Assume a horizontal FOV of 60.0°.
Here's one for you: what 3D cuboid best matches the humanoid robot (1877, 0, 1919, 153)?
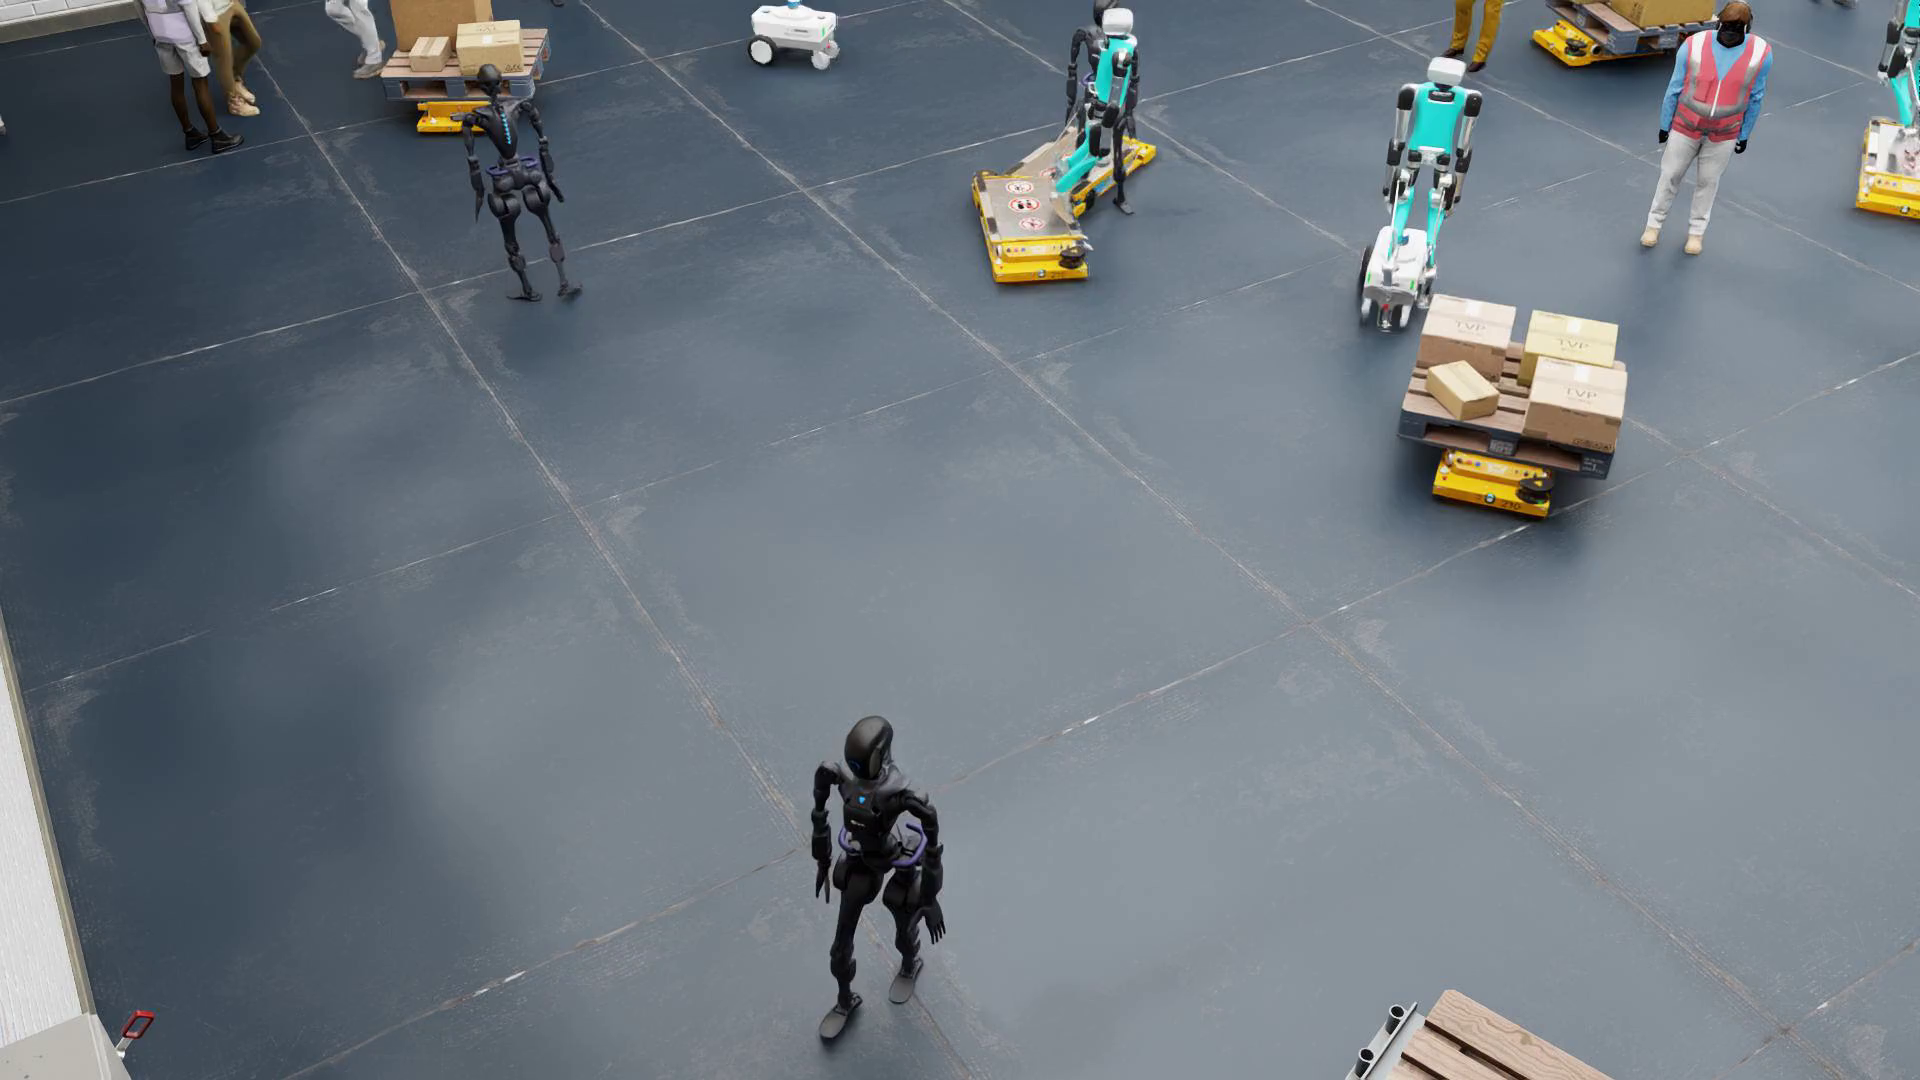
[{"bbox_3d":[7.286,-3.518,12.593,0.531,1.847,0.657,-4,39,-5],"label":"humanoid robot"}]

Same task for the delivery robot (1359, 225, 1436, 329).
[{"bbox_3d":[2.984,-1.854,11.387,0.499,0.576,0.768,13,40,15],"label":"delivery robot"}]

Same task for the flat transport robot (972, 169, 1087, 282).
[{"bbox_3d":[0.496,-2.331,12.233,0.659,0.231,1.431,-4,39,-5],"label":"flat transport robot"}]

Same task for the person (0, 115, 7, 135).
[{"bbox_3d":[-7.990,-3.990,13.056,0.390,1.847,0.562,7,39,9],"label":"person"}]

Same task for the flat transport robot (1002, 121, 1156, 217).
[{"bbox_3d":[0.902,-2.879,12.924,0.659,0.231,1.431,22,43,26],"label":"flat transport robot"}]

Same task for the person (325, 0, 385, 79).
[{"bbox_3d":[-5.249,-4.863,14.138,0.421,1.868,0.611,-31,48,-33],"label":"person"}]

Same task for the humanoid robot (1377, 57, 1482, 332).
[{"bbox_3d":[3.024,-2.172,10.888,0.536,1.793,0.823,8,39,10],"label":"humanoid robot"}]

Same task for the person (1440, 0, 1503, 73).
[{"bbox_3d":[4.557,-4.913,14.301,0.386,1.751,0.543,-25,45,-28],"label":"person"}]

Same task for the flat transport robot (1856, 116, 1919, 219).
[{"bbox_3d":[7.381,-2.893,12.942,0.659,0.231,1.431,16,41,20],"label":"flat transport robot"}]

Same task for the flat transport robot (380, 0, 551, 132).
[{"bbox_3d":[-4.135,-3.843,14.141,0.659,0.231,1.431,-1,38,-1],"label":"flat transport robot"}]

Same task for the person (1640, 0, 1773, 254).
[{"bbox_3d":[5.234,-2.893,11.689,0.628,1.835,0.431,13,40,16],"label":"person"}]

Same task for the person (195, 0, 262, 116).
[{"bbox_3d":[-6.025,-4.285,13.505,0.442,1.747,0.547,6,39,7],"label":"person"}]

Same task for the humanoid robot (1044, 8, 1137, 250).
[{"bbox_3d":[0.856,-2.837,11.696,0.661,1.797,0.550,-2,38,-3],"label":"humanoid robot"}]

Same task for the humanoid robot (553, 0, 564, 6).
[{"bbox_3d":[-3.737,-5.884,15.572,0.599,1.657,0.315,-26,45,-29],"label":"humanoid robot"}]

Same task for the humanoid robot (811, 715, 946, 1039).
[{"bbox_3d":[-0.317,1.321,6.501,0.585,1.643,0.551,14,41,17],"label":"humanoid robot"}]

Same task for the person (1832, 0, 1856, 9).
[{"bbox_3d":[8.397,-5.944,15.539,0.583,1.822,0.669,-13,40,-16],"label":"person"}]

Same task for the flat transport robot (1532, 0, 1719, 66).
[{"bbox_3d":[5.998,-4.557,15.042,1.431,0.231,0.659,-9,39,-11],"label":"flat transport robot"}]

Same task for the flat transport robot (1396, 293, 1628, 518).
[{"bbox_3d":[3.322,-0.671,10.138,0.659,0.231,1.431,13,40,16],"label":"flat transport robot"}]

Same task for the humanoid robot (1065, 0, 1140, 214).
[{"bbox_3d":[1.060,-3.194,12.182,0.591,1.649,0.363,19,42,22],"label":"humanoid robot"}]

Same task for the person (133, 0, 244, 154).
[{"bbox_3d":[-6.097,-3.963,12.953,0.541,1.935,0.361,12,40,14],"label":"person"}]

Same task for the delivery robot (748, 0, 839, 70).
[{"bbox_3d":[-1.471,-4.511,14.743,0.774,0.581,0.499,10,39,12],"label":"delivery robot"}]

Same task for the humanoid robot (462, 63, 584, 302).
[{"bbox_3d":[-2.952,-2.346,11.125,0.611,1.644,0.490,-20,43,-24],"label":"humanoid robot"}]
